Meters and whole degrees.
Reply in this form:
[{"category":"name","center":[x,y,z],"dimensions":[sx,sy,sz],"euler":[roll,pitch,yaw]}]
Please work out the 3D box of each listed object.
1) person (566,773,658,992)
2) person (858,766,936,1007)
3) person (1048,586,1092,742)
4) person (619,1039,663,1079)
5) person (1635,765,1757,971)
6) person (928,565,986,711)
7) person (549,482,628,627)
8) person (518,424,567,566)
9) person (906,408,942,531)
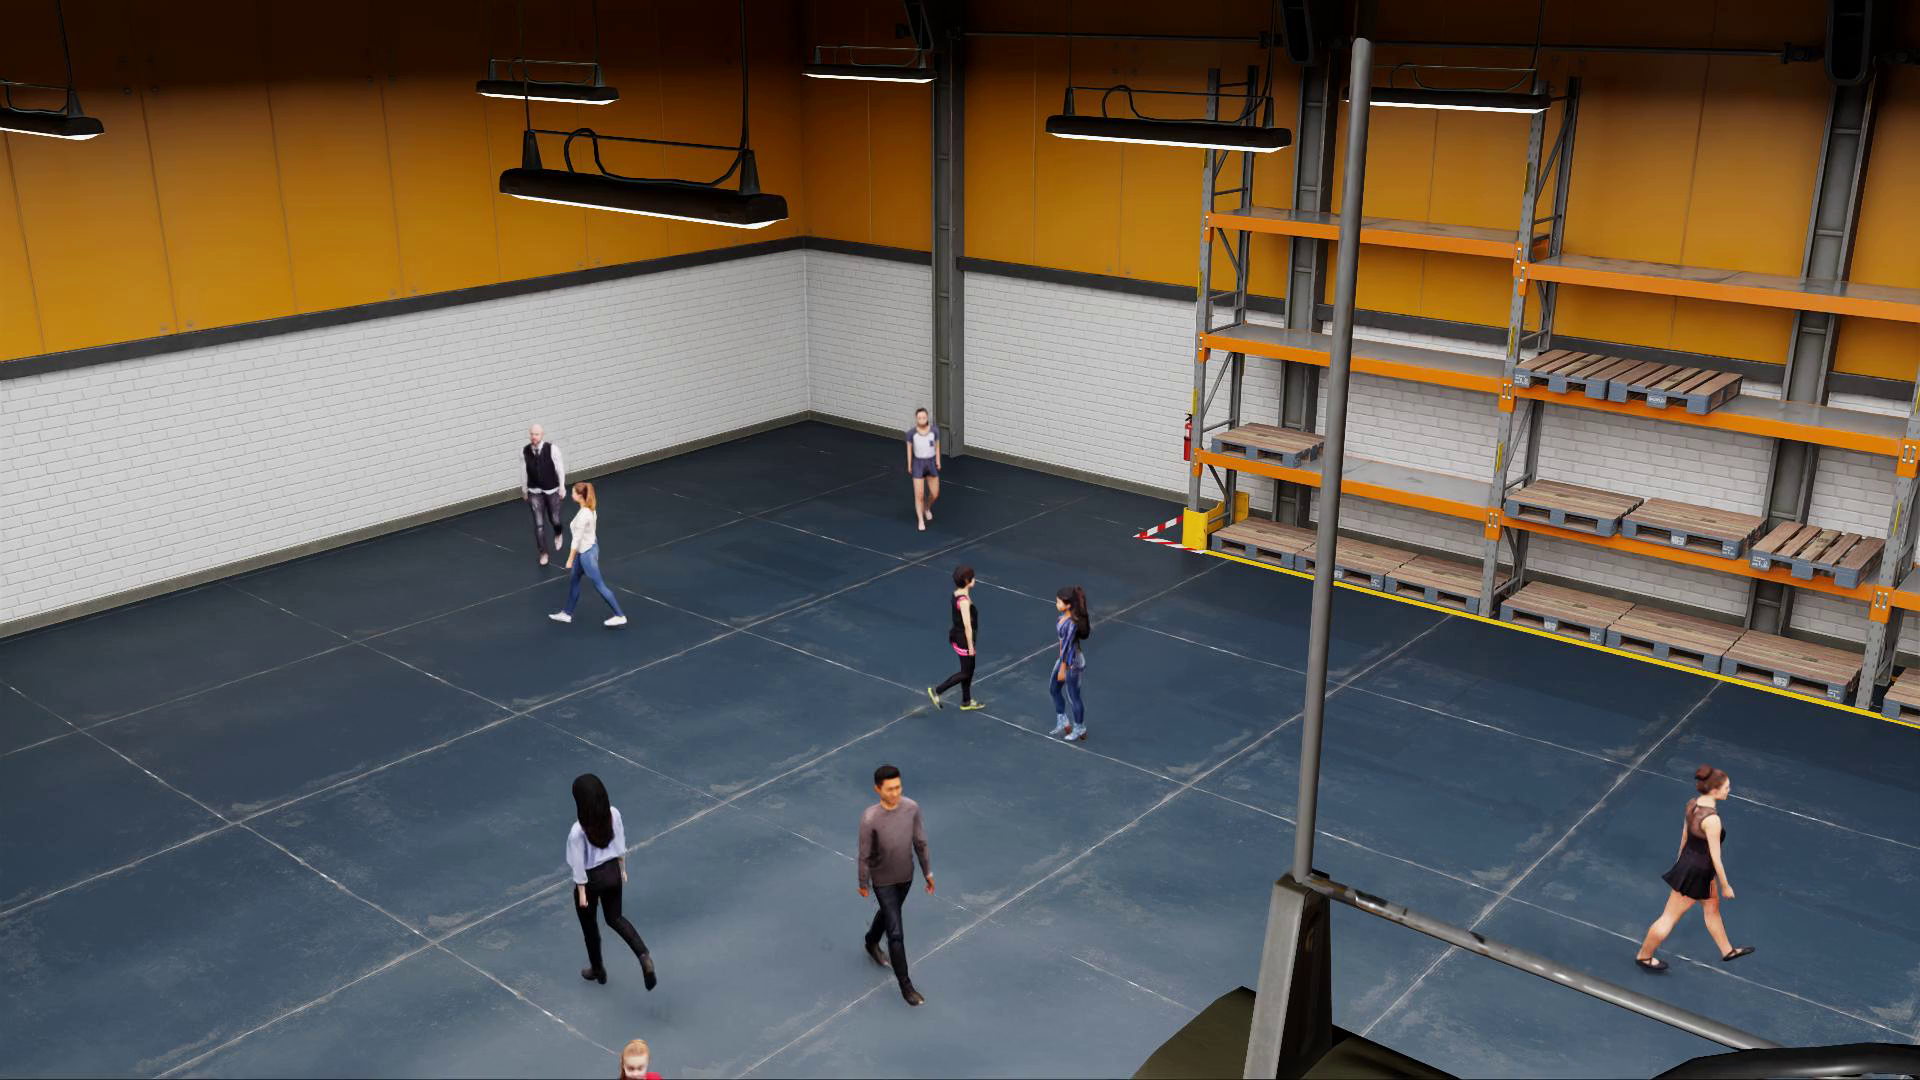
[{"category":"person","center":[-2.503,2.489,11.821],"dimensions":[0.996,1.724,0.666],"euler":[14,23,35]},{"category":"person","center":[-0.526,2.411,12.053],"dimensions":[0.840,1.723,1.192],"euler":[-15,24,-37]},{"category":"person","center":[1.132,1.191,15.860],"dimensions":[0.809,1.607,0.754],"euler":[-1,19,-3]},{"category":"person","center":[-1.859,3.467,9.611],"dimensions":[0.532,1.280,0.534],"euler":[-14,23,-36]},{"category":"person","center":[5.268,2.434,12.125],"dimensions":[1.158,1.634,0.975],"euler":[2,19,6]},{"category":"person","center":[-0.034,1.006,16.517],"dimensions":[0.883,1.537,0.850],"euler":[-3,19,-10]},{"category":"person","center":[-4.099,0.208,18.671],"dimensions":[1.165,1.674,1.088],"euler":[-1,19,-3]},{"category":"person","center":[-5.203,-0.602,20.882],"dimensions":[0.987,1.799,1.045],"euler":[0,19,1]},{"category":"person","center":[-0.492,-0.969,22.225],"dimensions":[0.776,1.638,0.835],"euler":[-4,19,-10]}]
